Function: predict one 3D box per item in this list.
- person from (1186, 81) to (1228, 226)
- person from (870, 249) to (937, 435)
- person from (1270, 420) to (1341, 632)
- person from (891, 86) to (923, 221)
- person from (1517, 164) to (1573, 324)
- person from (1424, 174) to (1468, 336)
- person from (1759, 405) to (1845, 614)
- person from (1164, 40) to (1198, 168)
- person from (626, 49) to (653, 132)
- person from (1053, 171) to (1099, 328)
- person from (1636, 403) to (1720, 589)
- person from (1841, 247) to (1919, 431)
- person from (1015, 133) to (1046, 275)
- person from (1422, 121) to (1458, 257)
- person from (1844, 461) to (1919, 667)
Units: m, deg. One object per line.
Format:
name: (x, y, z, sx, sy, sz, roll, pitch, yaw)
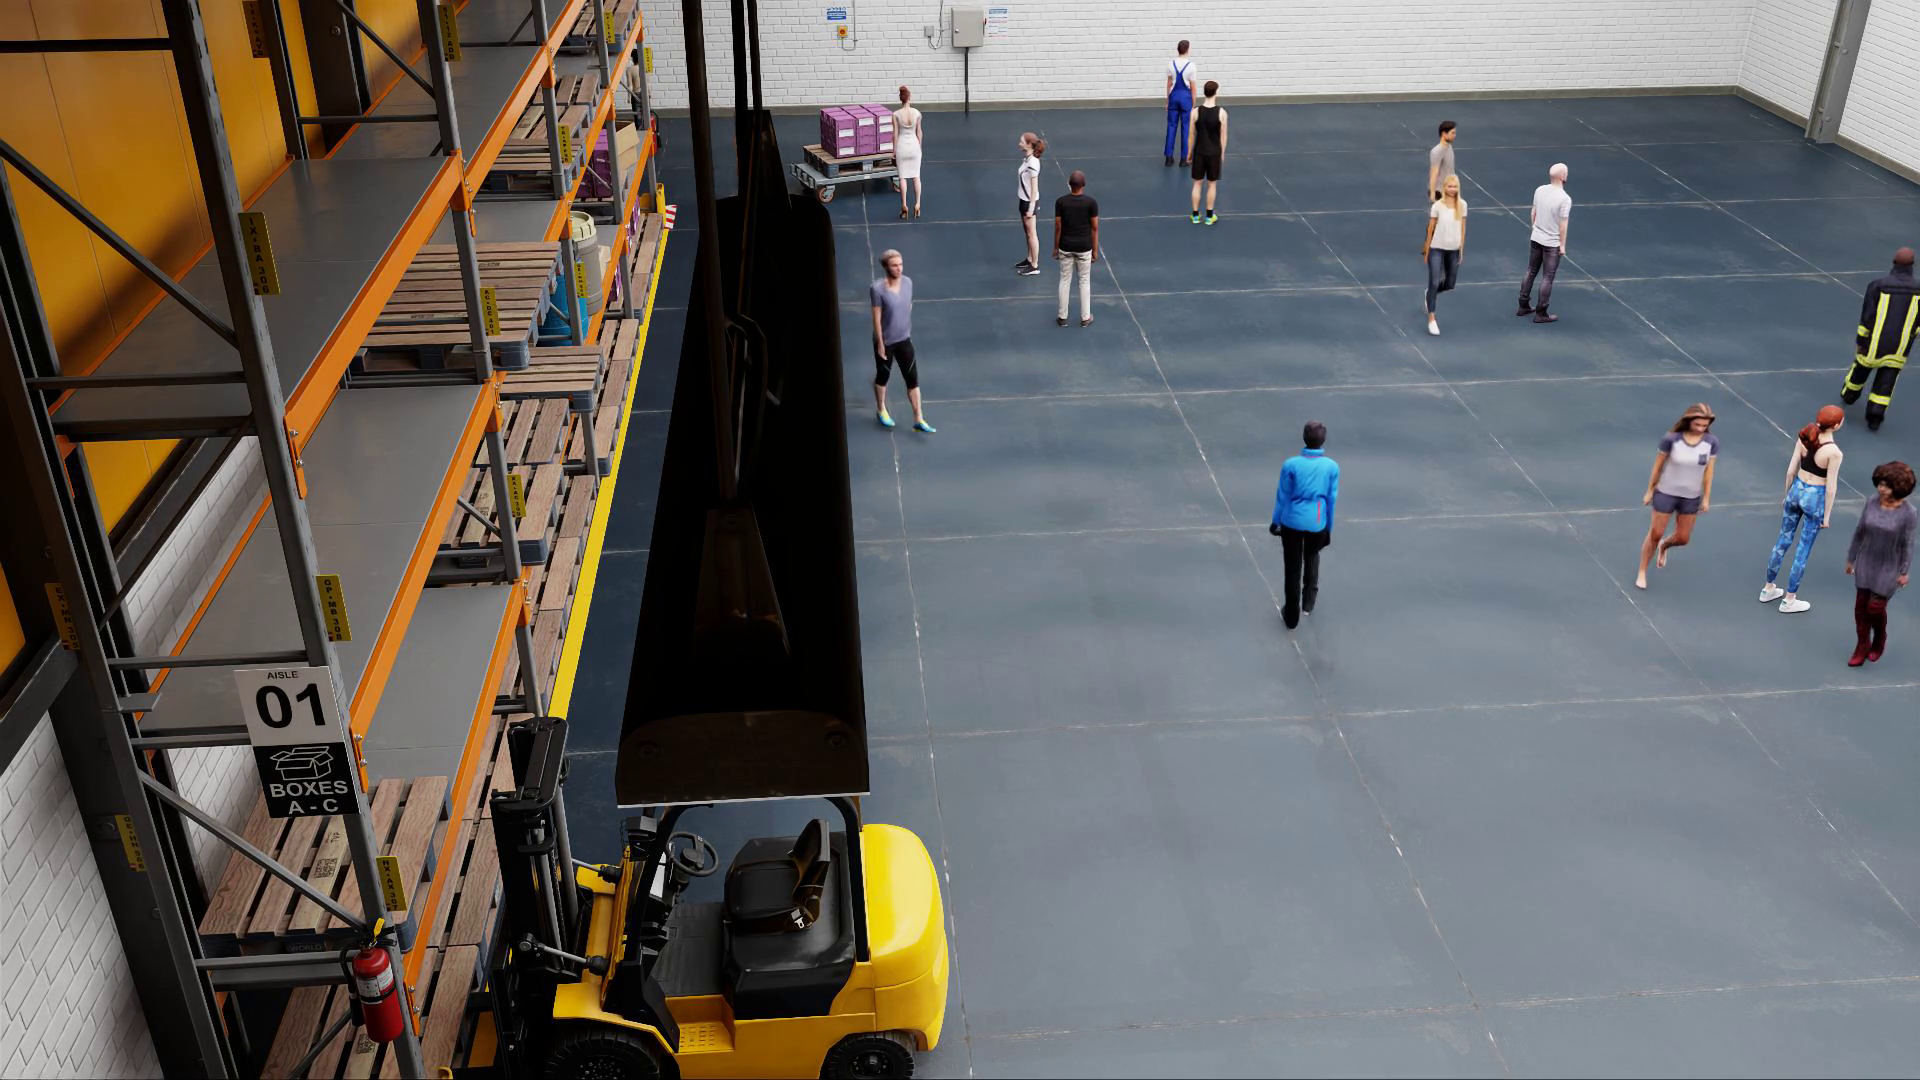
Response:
person: (3.311, -5.185, 22.308, 0.749, 1.885, 0.726, 8, 30, 15)
person: (-0.724, -1.973, 16.454, 0.960, 1.853, 1.150, -16, 32, -27)
person: (2.713, -0.072, 13.043, 0.610, 1.782, 0.632, -2, 29, -3)
person: (-0.712, -5.232, 22.486, 0.578, 1.798, 0.503, -5, 29, -9)
person: (6.752, -3.436, 19.158, 0.802, 1.832, 0.653, -14, 31, -23)
person: (5.469, -3.289, 18.923, 0.582, 1.797, 0.922, -2, 29, -4)
person: (6.808, -0.263, 13.390, 0.713, 1.785, 0.610, -13, 31, -23)
person: (3.279, -6.514, 24.782, 0.721, 1.850, 0.733, 12, 31, 21)
person: (-4.980, -6.907, 25.901, 0.631, 1.467, 0.660, -19, 34, -31)
person: (1.312, -3.320, 18.973, 0.710, 1.804, 0.644, 3, 29, 5)
person: (5.920, -0.394, 13.716, 0.802, 1.703, 0.867, 10, 30, 18)
person: (9.237, -1.975, 16.537, 1.058, 1.777, 1.273, 10, 30, 17)
person: (0.858, -4.171, 20.590, 0.626, 1.750, 0.463, -3, 29, -6)
person: (6.107, -4.512, 21.254, 0.791, 1.713, 0.723, 19, 34, 31)
person: (7.043, 0.181, 12.670, 0.789, 1.696, 0.706, -19, 34, -30)
